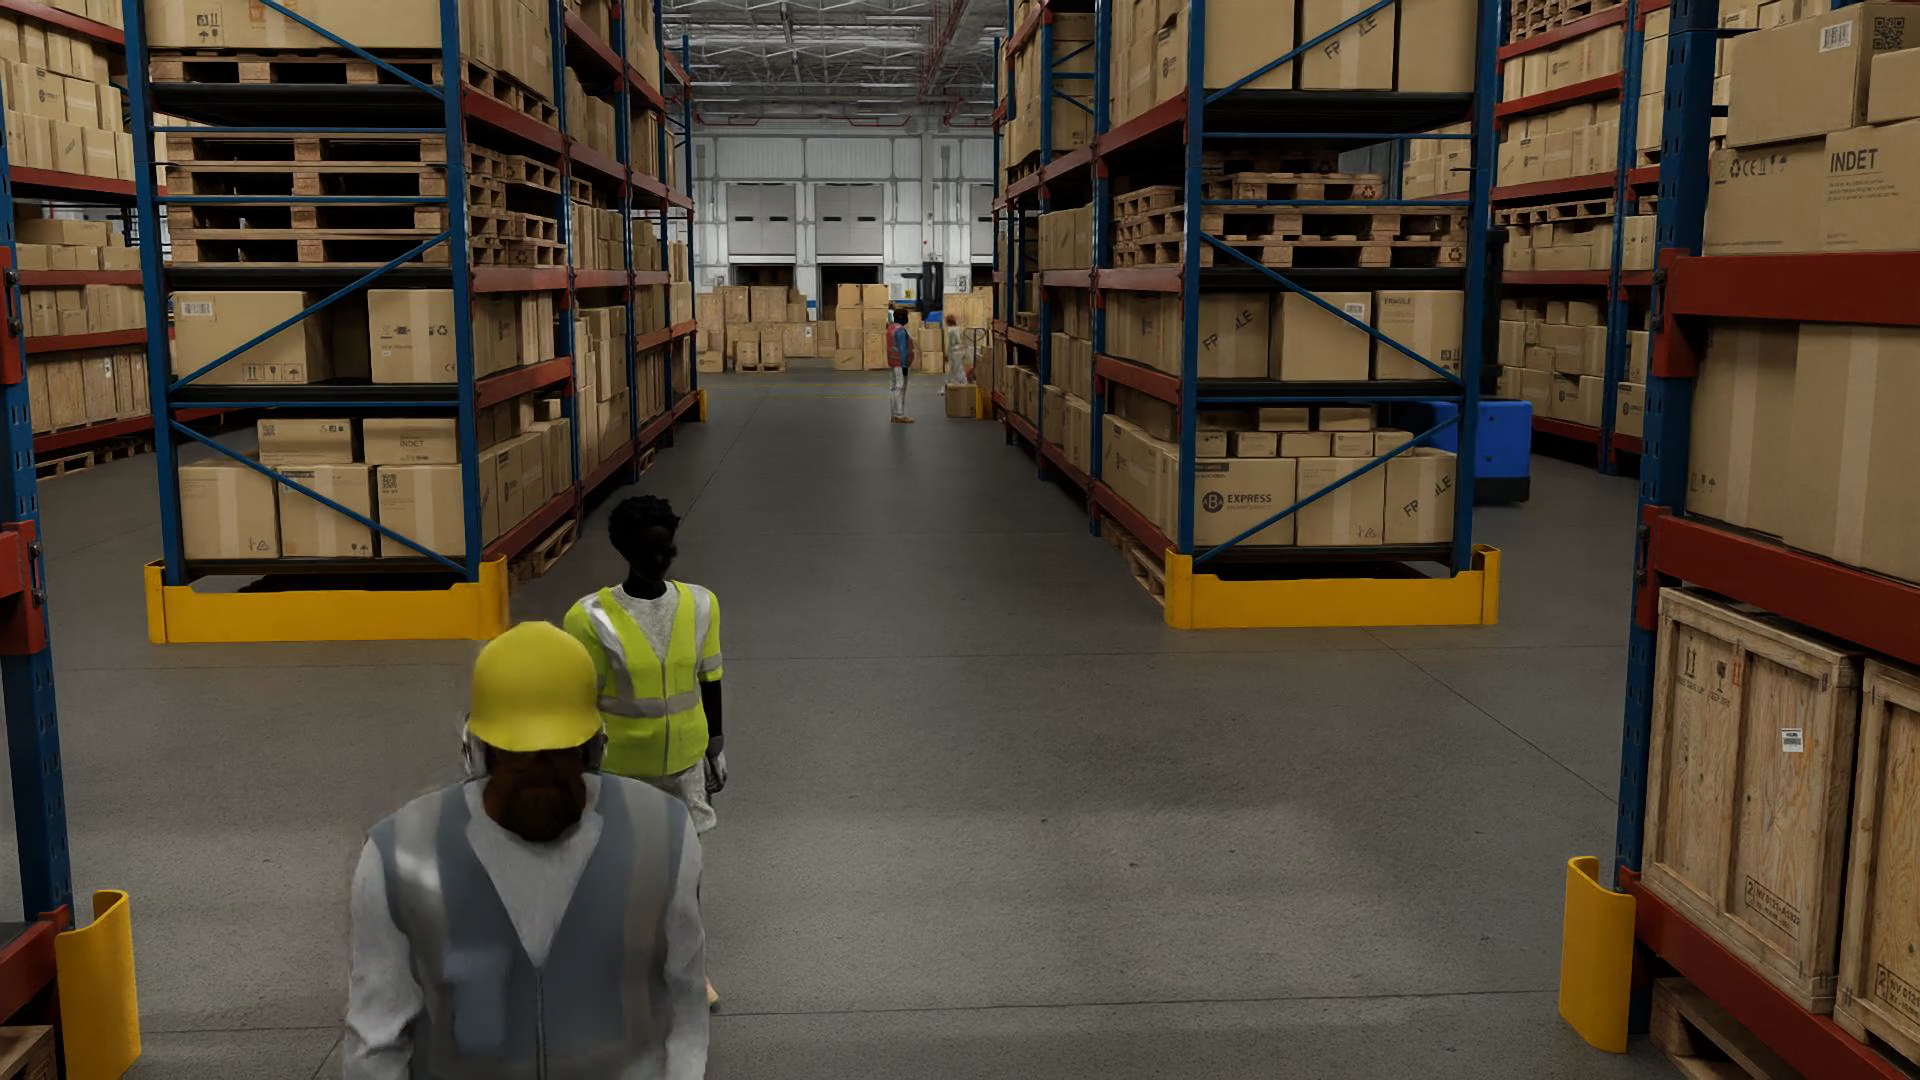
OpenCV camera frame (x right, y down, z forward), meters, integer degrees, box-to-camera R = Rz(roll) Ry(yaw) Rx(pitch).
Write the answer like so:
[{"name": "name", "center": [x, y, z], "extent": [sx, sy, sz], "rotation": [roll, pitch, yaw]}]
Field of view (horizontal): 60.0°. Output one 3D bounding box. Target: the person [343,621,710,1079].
[{"name": "person", "center": [-0.701, 1.026, 2.784], "extent": [0.607, 1.788, 0.894], "rotation": [-2, 9, -15]}]

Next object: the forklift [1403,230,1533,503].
[{"name": "forklift", "center": [5.211, -1.859, 17.504], "extent": [1.129, 2.768, 1.873], "rotation": [-1, 9, -4]}]

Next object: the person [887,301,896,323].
[{"name": "person", "center": [-1.897, -5.858, 46.494], "extent": [0.309, 1.641, 0.514], "rotation": [1, 9, 7]}]

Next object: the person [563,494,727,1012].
[{"name": "person", "center": [-0.979, 0.691, 5.222], "extent": [0.536, 1.691, 0.319], "rotation": [-6, 11, -34]}]

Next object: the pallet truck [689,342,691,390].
[{"name": "pallet truck", "center": [-5.225, -3.008, 27.480], "extent": [1.885, 1.965, 0.823], "rotation": [2, 9, 14]}]

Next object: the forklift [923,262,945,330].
[{"name": "forklift", "center": [-0.903, -8.307, 57.993], "extent": [1.873, 2.768, 1.129], "rotation": [5, 11, 31]}]

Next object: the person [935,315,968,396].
[{"name": "person", "center": [-0.152, -3.565, 32.217], "extent": [0.782, 1.590, 0.533], "rotation": [2, 9, 14]}]

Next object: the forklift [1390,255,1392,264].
[{"name": "forklift", "center": [10.506, -5.271, 38.929], "extent": [1.129, 2.768, 1.873], "rotation": [-1, 9, -4]}]

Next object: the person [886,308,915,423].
[{"name": "person", "center": [-0.944, -2.784, 26.566], "extent": [0.429, 1.843, 0.633], "rotation": [-3, 10, -19]}]
